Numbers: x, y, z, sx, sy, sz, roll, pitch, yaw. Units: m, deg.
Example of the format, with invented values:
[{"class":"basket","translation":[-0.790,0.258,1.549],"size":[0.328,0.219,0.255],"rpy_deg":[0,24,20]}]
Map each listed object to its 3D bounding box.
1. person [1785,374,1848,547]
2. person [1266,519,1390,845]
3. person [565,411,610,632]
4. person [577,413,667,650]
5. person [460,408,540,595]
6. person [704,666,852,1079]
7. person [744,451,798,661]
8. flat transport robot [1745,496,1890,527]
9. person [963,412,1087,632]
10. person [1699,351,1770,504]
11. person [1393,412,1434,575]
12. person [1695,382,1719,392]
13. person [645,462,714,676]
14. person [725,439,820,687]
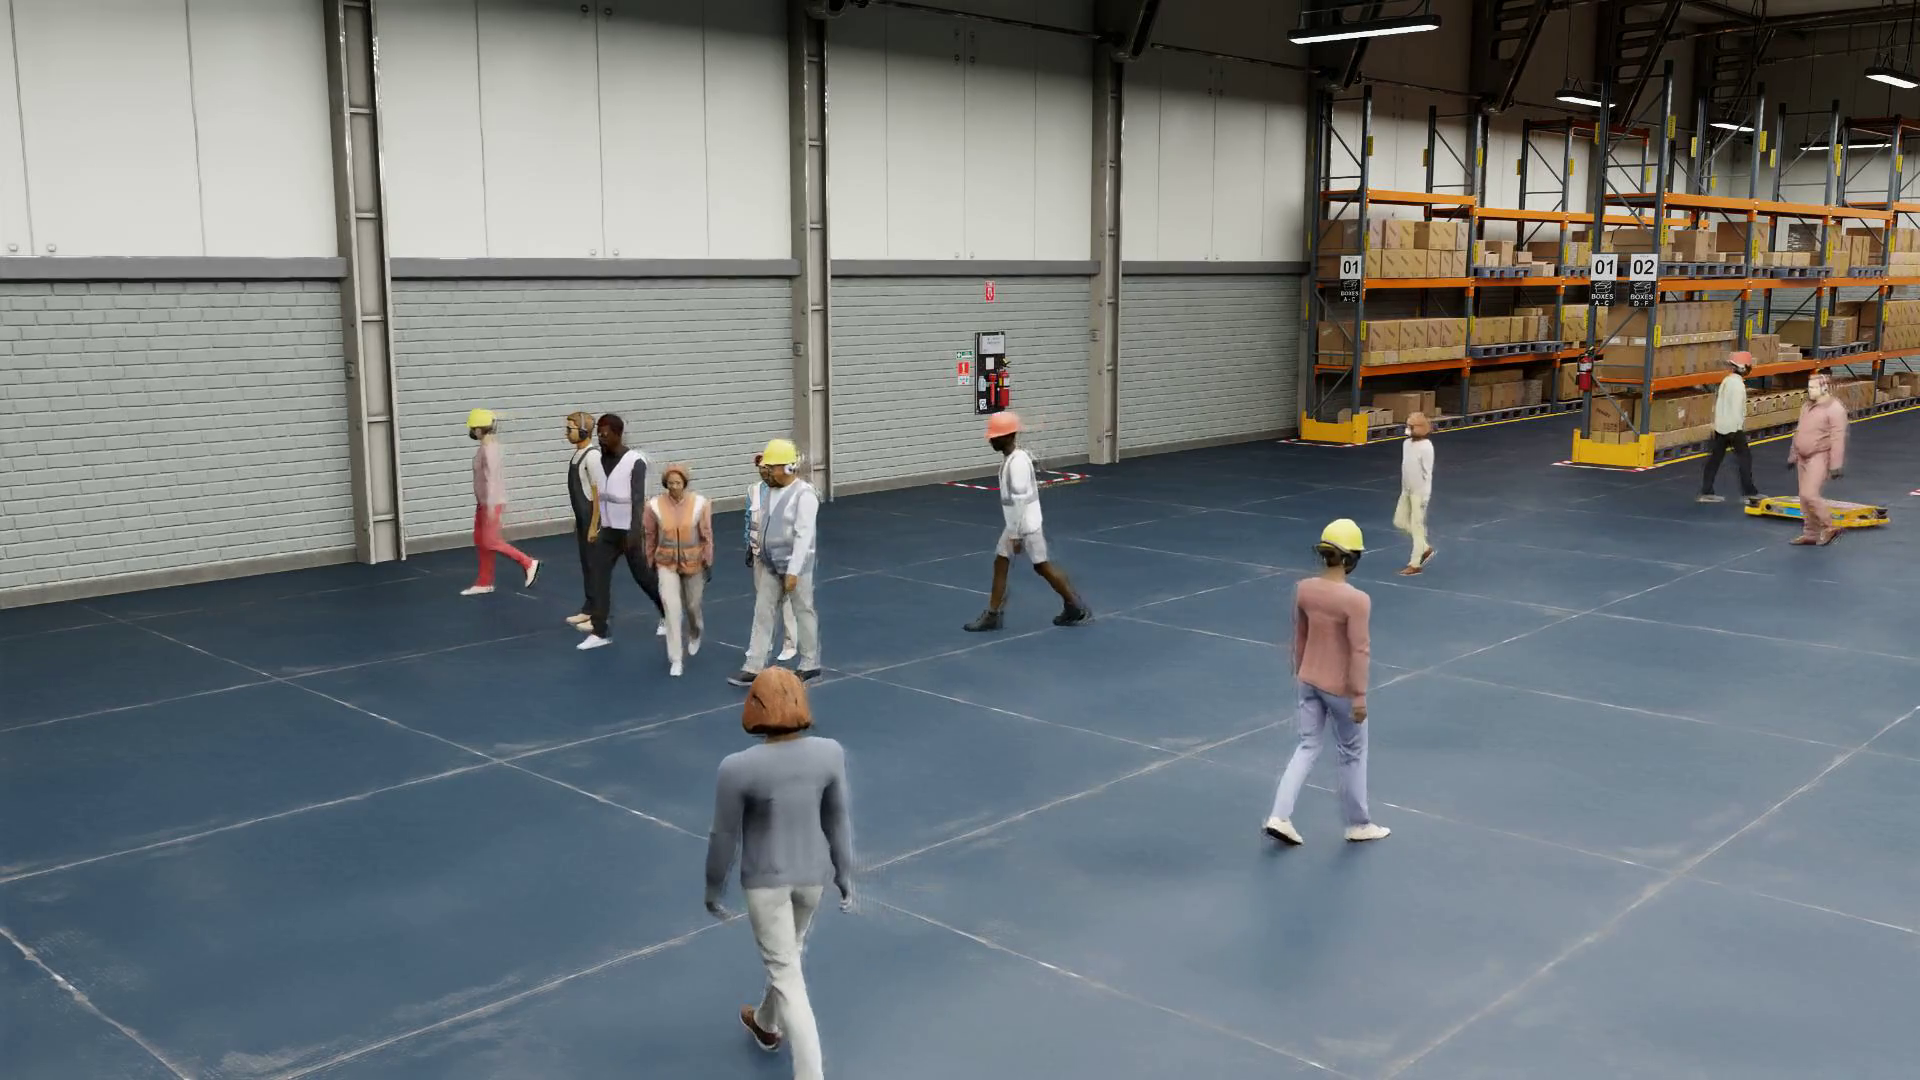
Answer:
[{"class":"person","translation":[9.257,-0.857,18.040],"size":[0.427,1.888,0.648],"rpy_deg":[0,9,-2]},{"class":"person","translation":[1.928,0.751,8.681],"size":[0.725,1.742,0.539],"rpy_deg":[-6,11,-31]},{"class":"person","translation":[-3.122,-0.158,13.912],"size":[0.350,1.847,0.506],"rpy_deg":[-4,10,-25]},{"class":"person","translation":[-2.696,-0.098,13.458],"size":[0.597,1.884,0.946],"rpy_deg":[6,11,31]},{"class":"person","translation":[-4.296,-0.351,15.395],"size":[0.633,1.751,0.532],"rpy_deg":[-4,10,-21]},{"class":"person","translation":[-0.674,1.244,6.130],"size":[0.518,1.580,0.850],"rpy_deg":[-6,11,-32]},{"class":"person","translation":[-1.447,0.116,12.876],"size":[0.525,1.637,0.307],"rpy_deg":[6,11,31]},{"class":"flat transport robot","translation":[10.253,-0.357,19.909],"size":[0.652,0.197,1.431],"rpy_deg":[-6,11,-31]},{"class":"person","translation":[0.582,-0.149,13.867],"size":[1.048,1.862,0.555],"rpy_deg":[-2,10,-14]},{"class":"person","translation":[10.020,-1.437,21.376],"size":[0.917,1.956,0.637],"rpy_deg":[0,9,2]},{"class":"person","translation":[4.490,-0.455,16.375],"size":[0.383,1.619,0.519],"rpy_deg":[-3,10,-16]},{"class":"person","translation":[14.399,-3.169,32.053],"size":[0.564,1.907,0.814],"rpy_deg":[8,12,41]},{"class":"person","translation":[-2.116,0.177,12.629],"size":[0.523,1.607,0.754],"rpy_deg":[-1,9,-6]},{"class":"person","translation":[-1.323,0.191,11.896],"size":[0.597,1.801,0.756],"rpy_deg":[9,13,43]}]
